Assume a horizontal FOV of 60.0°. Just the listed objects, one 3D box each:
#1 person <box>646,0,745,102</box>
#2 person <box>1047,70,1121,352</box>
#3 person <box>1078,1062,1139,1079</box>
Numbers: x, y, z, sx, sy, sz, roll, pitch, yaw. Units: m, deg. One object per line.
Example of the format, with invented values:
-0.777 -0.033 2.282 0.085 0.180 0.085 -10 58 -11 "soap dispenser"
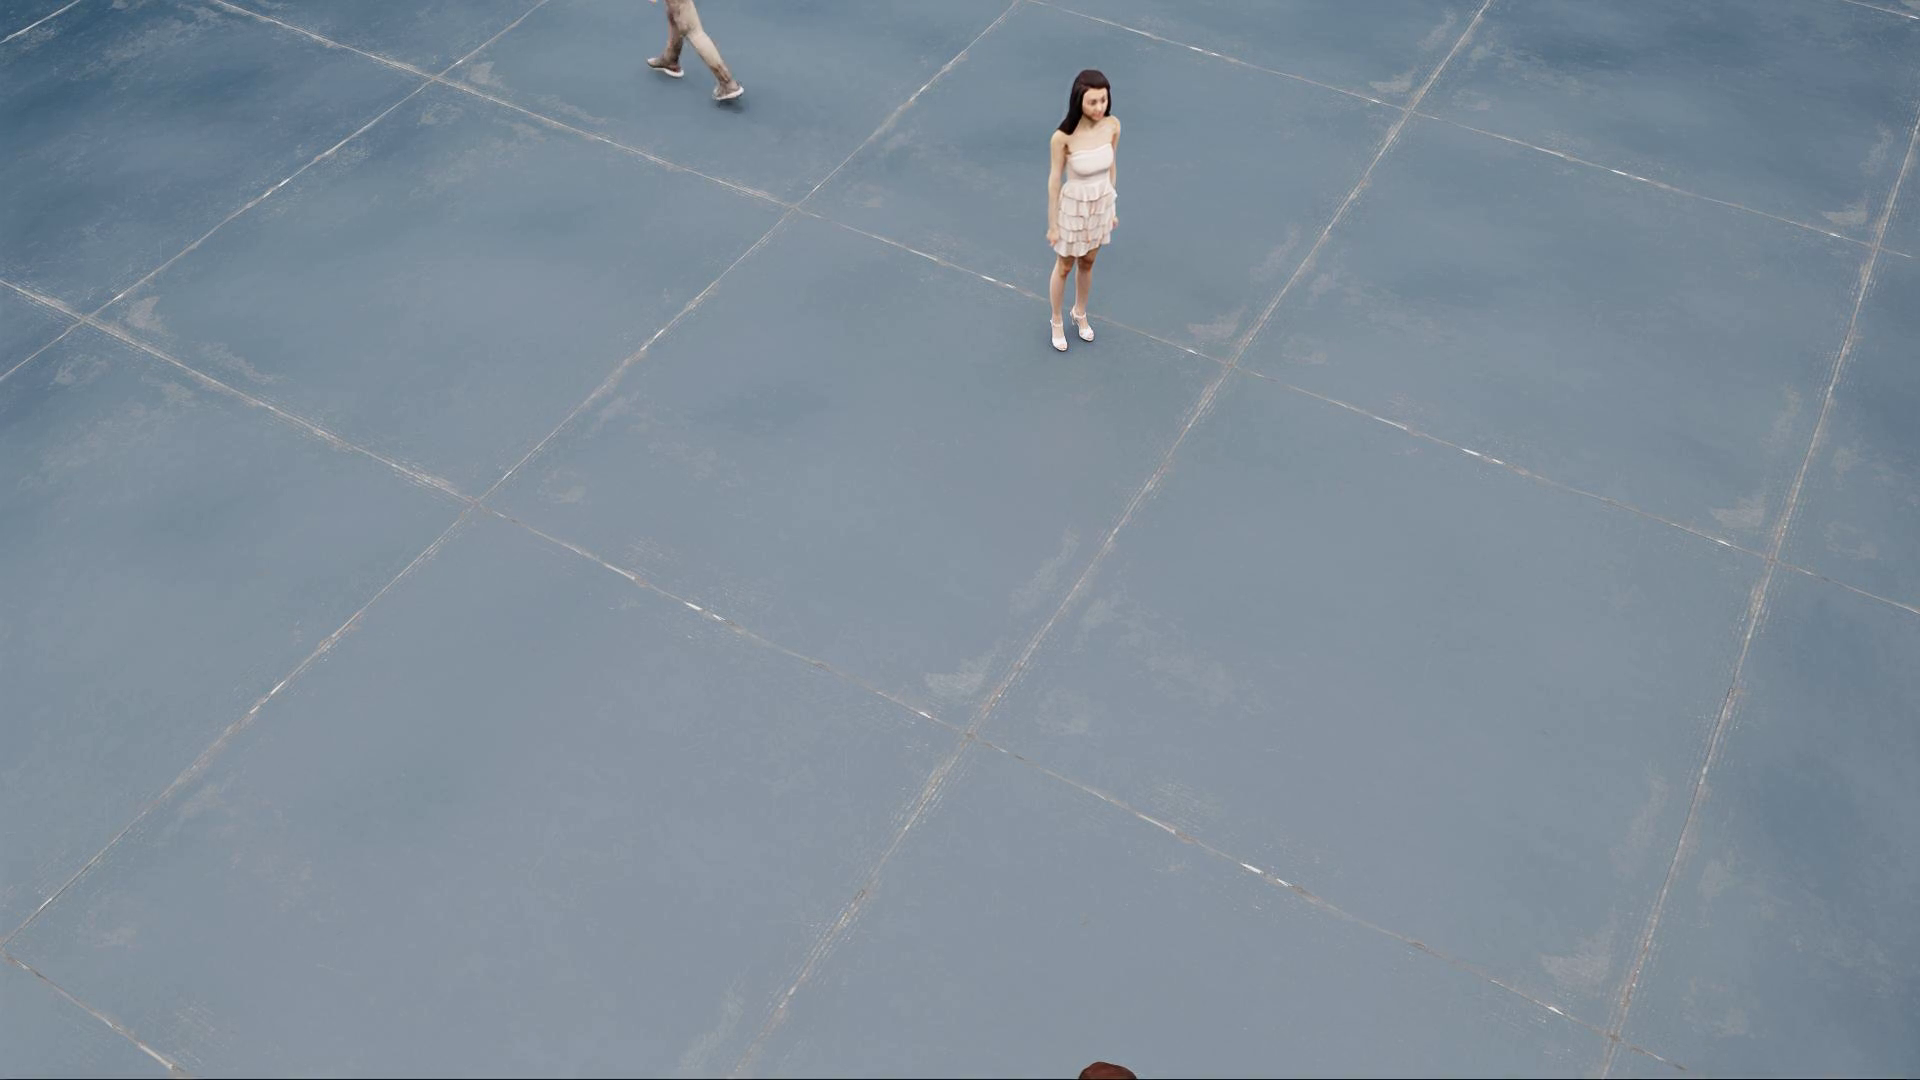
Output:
-1.751 -3.610 10.801 1.095 1.621 0.620 25 52 22 "person"
0.657 -1.775 9.027 0.667 1.735 0.697 -19 50 -17 "person"
0.421 2.149 5.315 0.725 1.858 0.719 -3 47 -3 "person"
